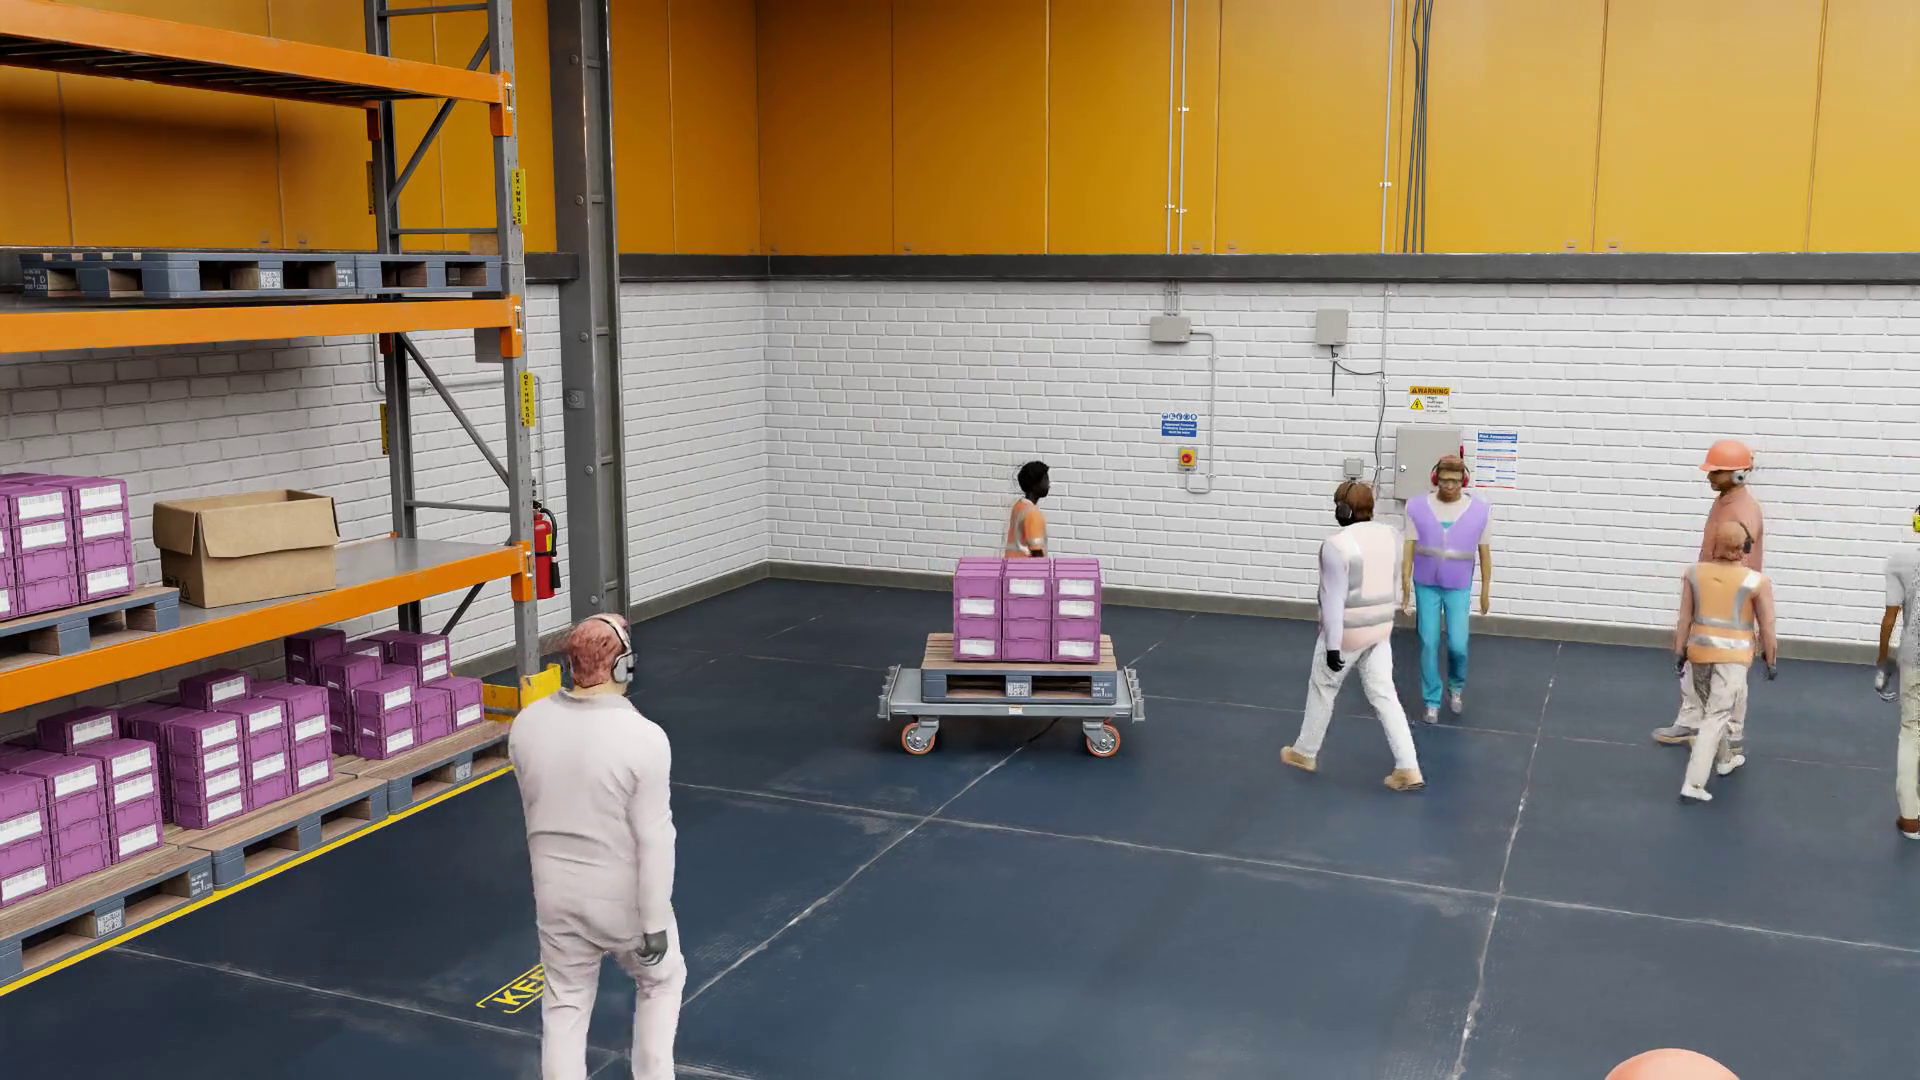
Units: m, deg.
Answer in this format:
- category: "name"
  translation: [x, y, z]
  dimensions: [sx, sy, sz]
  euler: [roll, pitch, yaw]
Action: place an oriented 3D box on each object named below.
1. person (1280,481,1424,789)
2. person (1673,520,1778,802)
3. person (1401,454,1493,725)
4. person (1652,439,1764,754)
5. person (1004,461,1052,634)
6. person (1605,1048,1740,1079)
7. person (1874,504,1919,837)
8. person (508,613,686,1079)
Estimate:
- category: "person"
  translation: [2.349, 0.549, 9.743]
  dimensions: [0.632, 1.795, 0.982]
  euler: [-6, 11, -32]
- category: "person"
  translation: [4.386, 0.681, 9.548]
  dimensions: [0.906, 1.587, 0.521]
  euler: [-7, 12, -37]
- category: "person"
  translation: [3.206, 0.326, 11.007]
  dimensions: [0.567, 1.818, 0.462]
  euler: [3, 10, 19]
- category: "person"
  translation: [4.606, 0.360, 10.267]
  dimensions: [0.623, 1.978, 0.653]
  euler: [1, 9, 6]
- category: "person"
  translation: [0.484, 0.254, 11.940]
  dimensions: [0.899, 1.644, 0.543]
  euler: [-1, 9, -6]
- category: "person"
  translation: [0.942, 1.666, 2.323]
  dimensions: [0.622, 1.993, 0.382]
  euler: [2, 10, 10]
- category: "person"
  translation: [5.111, 0.681, 8.707]
  dimensions: [0.561, 1.858, 0.510]
  euler: [4, 10, 24]
- category: "person"
  translation: [-1.183, 1.173, 5.651]
  dimensions: [0.665, 1.883, 0.675]
  euler: [4, 10, 21]
